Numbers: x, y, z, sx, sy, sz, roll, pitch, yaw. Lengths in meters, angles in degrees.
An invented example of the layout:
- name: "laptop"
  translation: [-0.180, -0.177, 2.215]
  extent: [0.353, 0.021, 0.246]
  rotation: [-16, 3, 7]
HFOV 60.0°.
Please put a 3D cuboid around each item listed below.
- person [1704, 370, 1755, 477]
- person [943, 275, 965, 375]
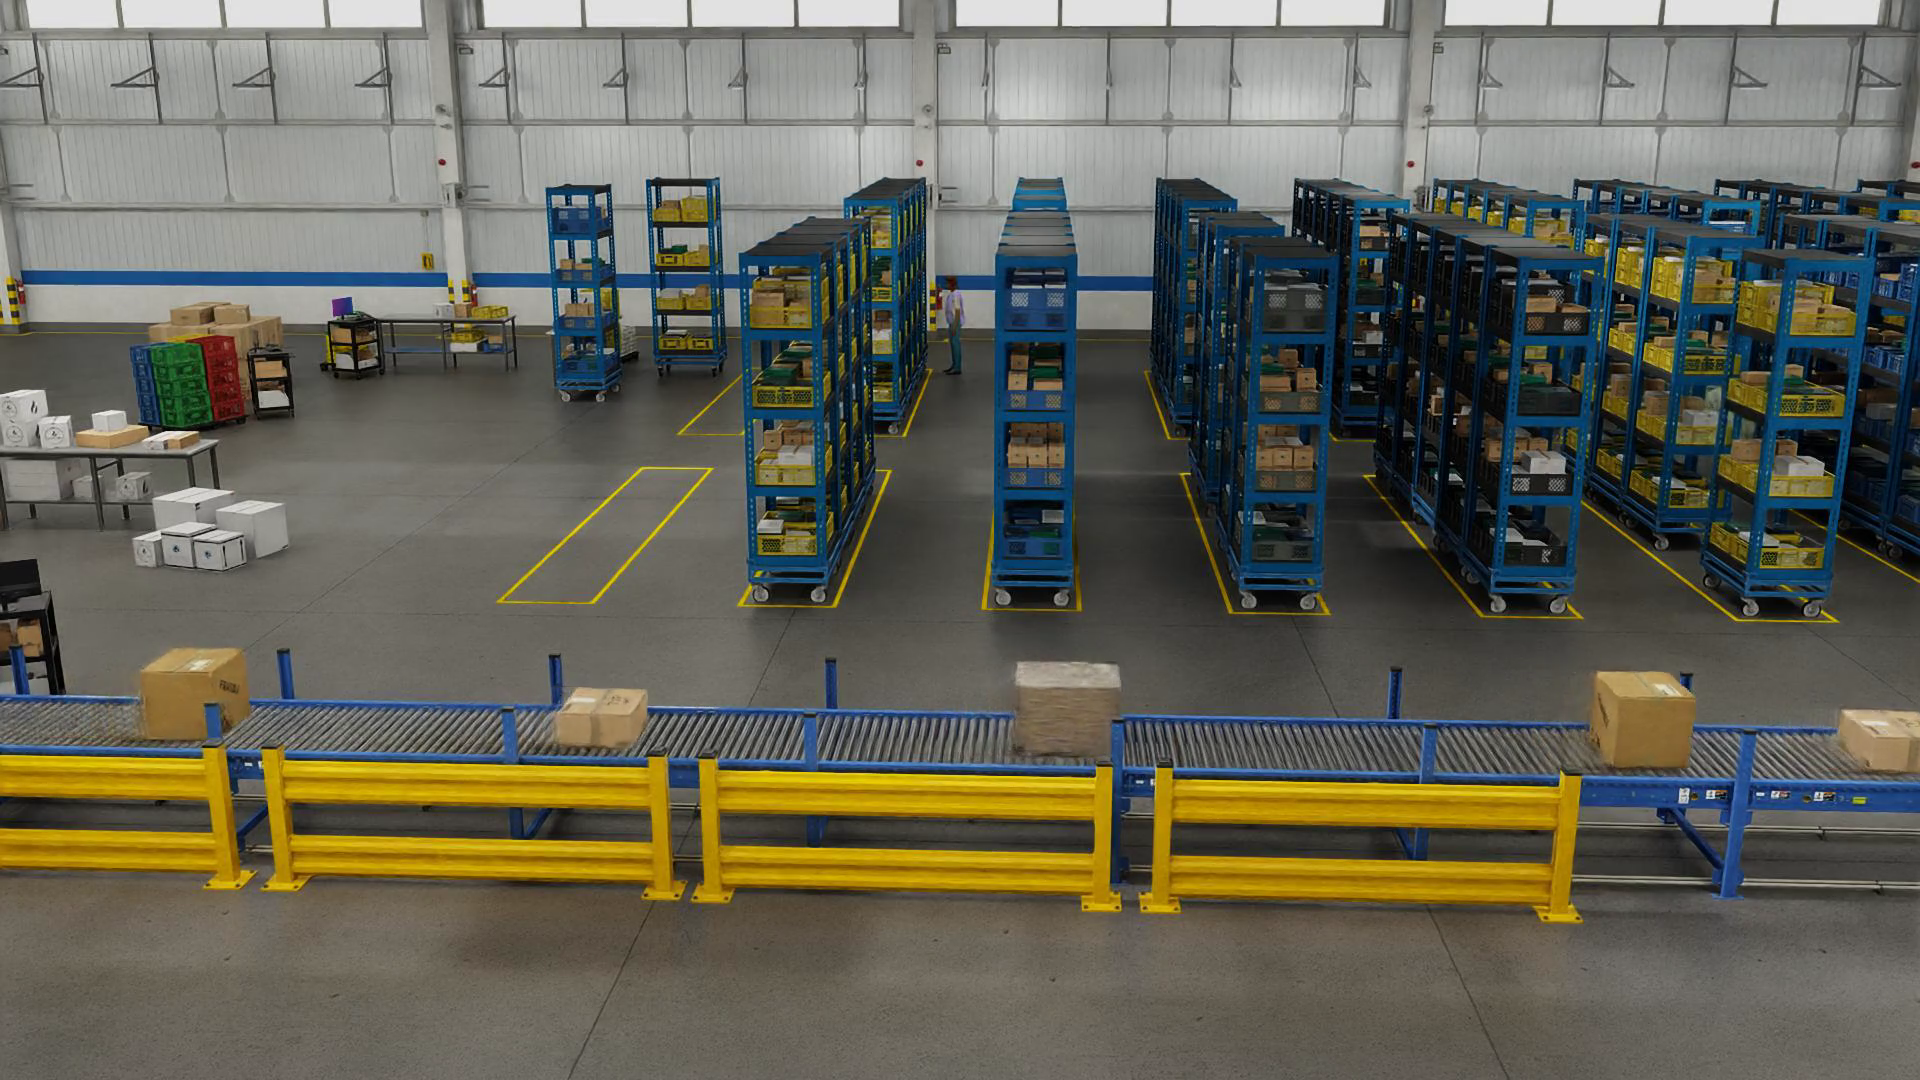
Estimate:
- name: "person"
  translation: [9.655, -1.285, 20.883]
  extent: [0.636, 1.801, 0.761]
  rotation: [1, 15, 3]
- name: "person"
  translation: [-0.100, -3.994, 30.869]
  extent: [0.390, 1.845, 0.564]
  rotation: [-2, 15, -7]
